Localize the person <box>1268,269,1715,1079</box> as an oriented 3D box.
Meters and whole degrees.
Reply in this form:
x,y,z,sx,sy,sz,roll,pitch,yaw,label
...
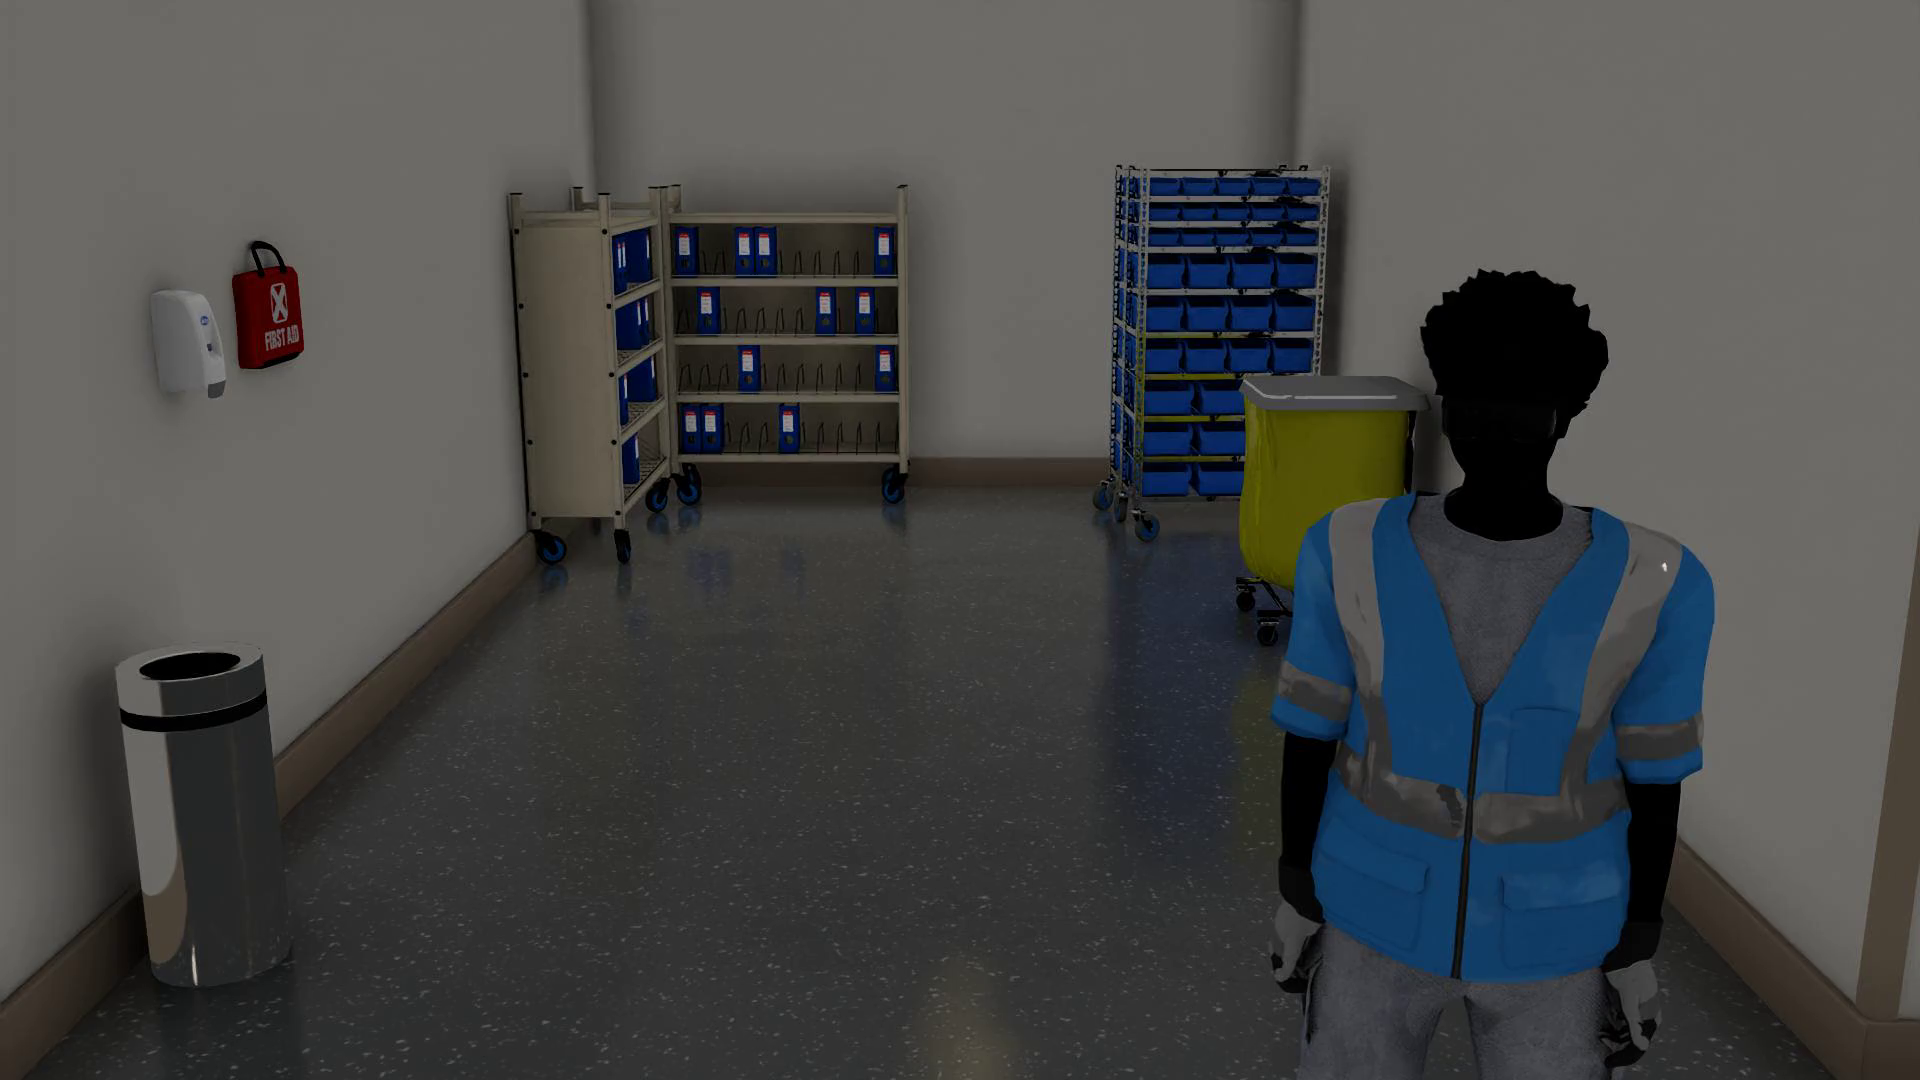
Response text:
x,y,z,sx,sy,sz,roll,pitch,yaw,label
0.658,0.503,2.173,0.533,1.697,0.318,5,14,19,person
